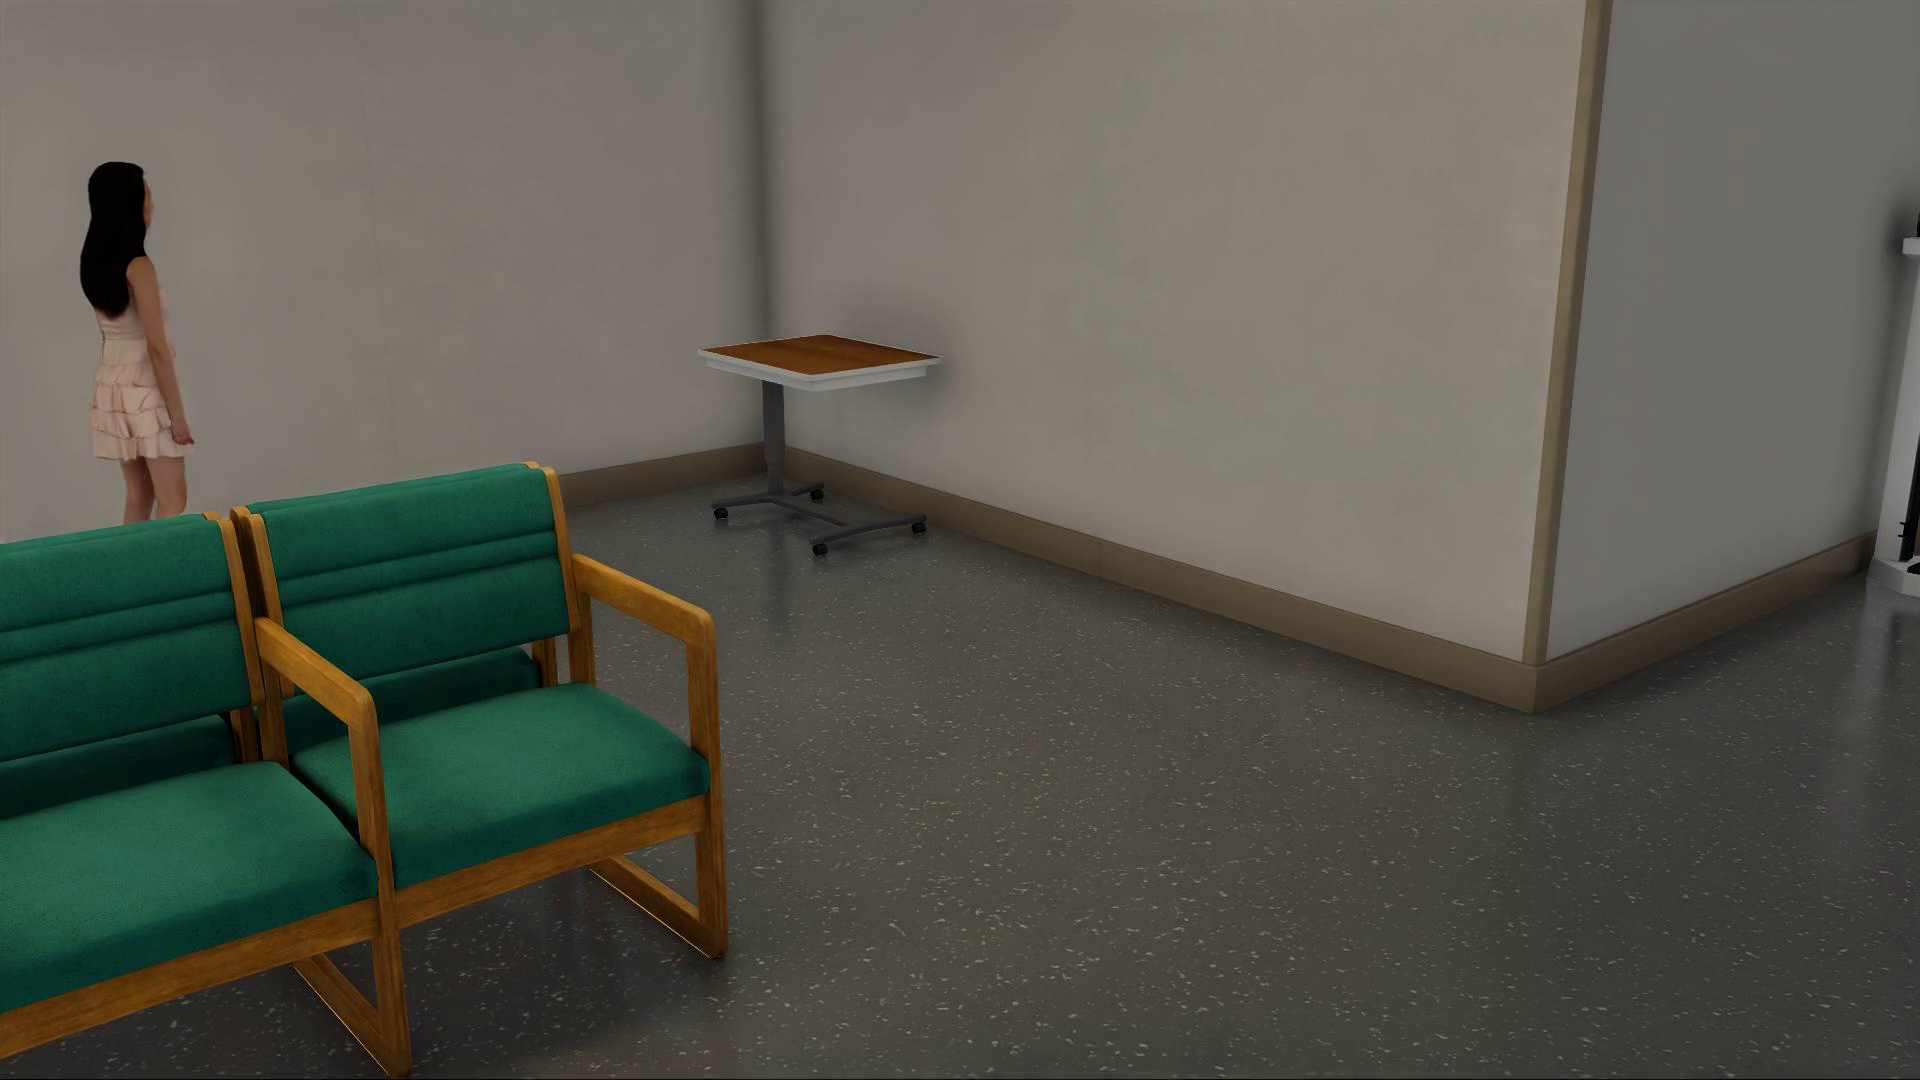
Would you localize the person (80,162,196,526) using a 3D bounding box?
[{"bbox_3d":[-2.963,-0.471,5.966,0.516,1.733,0.664,11,19,35],"label":"person"}]
